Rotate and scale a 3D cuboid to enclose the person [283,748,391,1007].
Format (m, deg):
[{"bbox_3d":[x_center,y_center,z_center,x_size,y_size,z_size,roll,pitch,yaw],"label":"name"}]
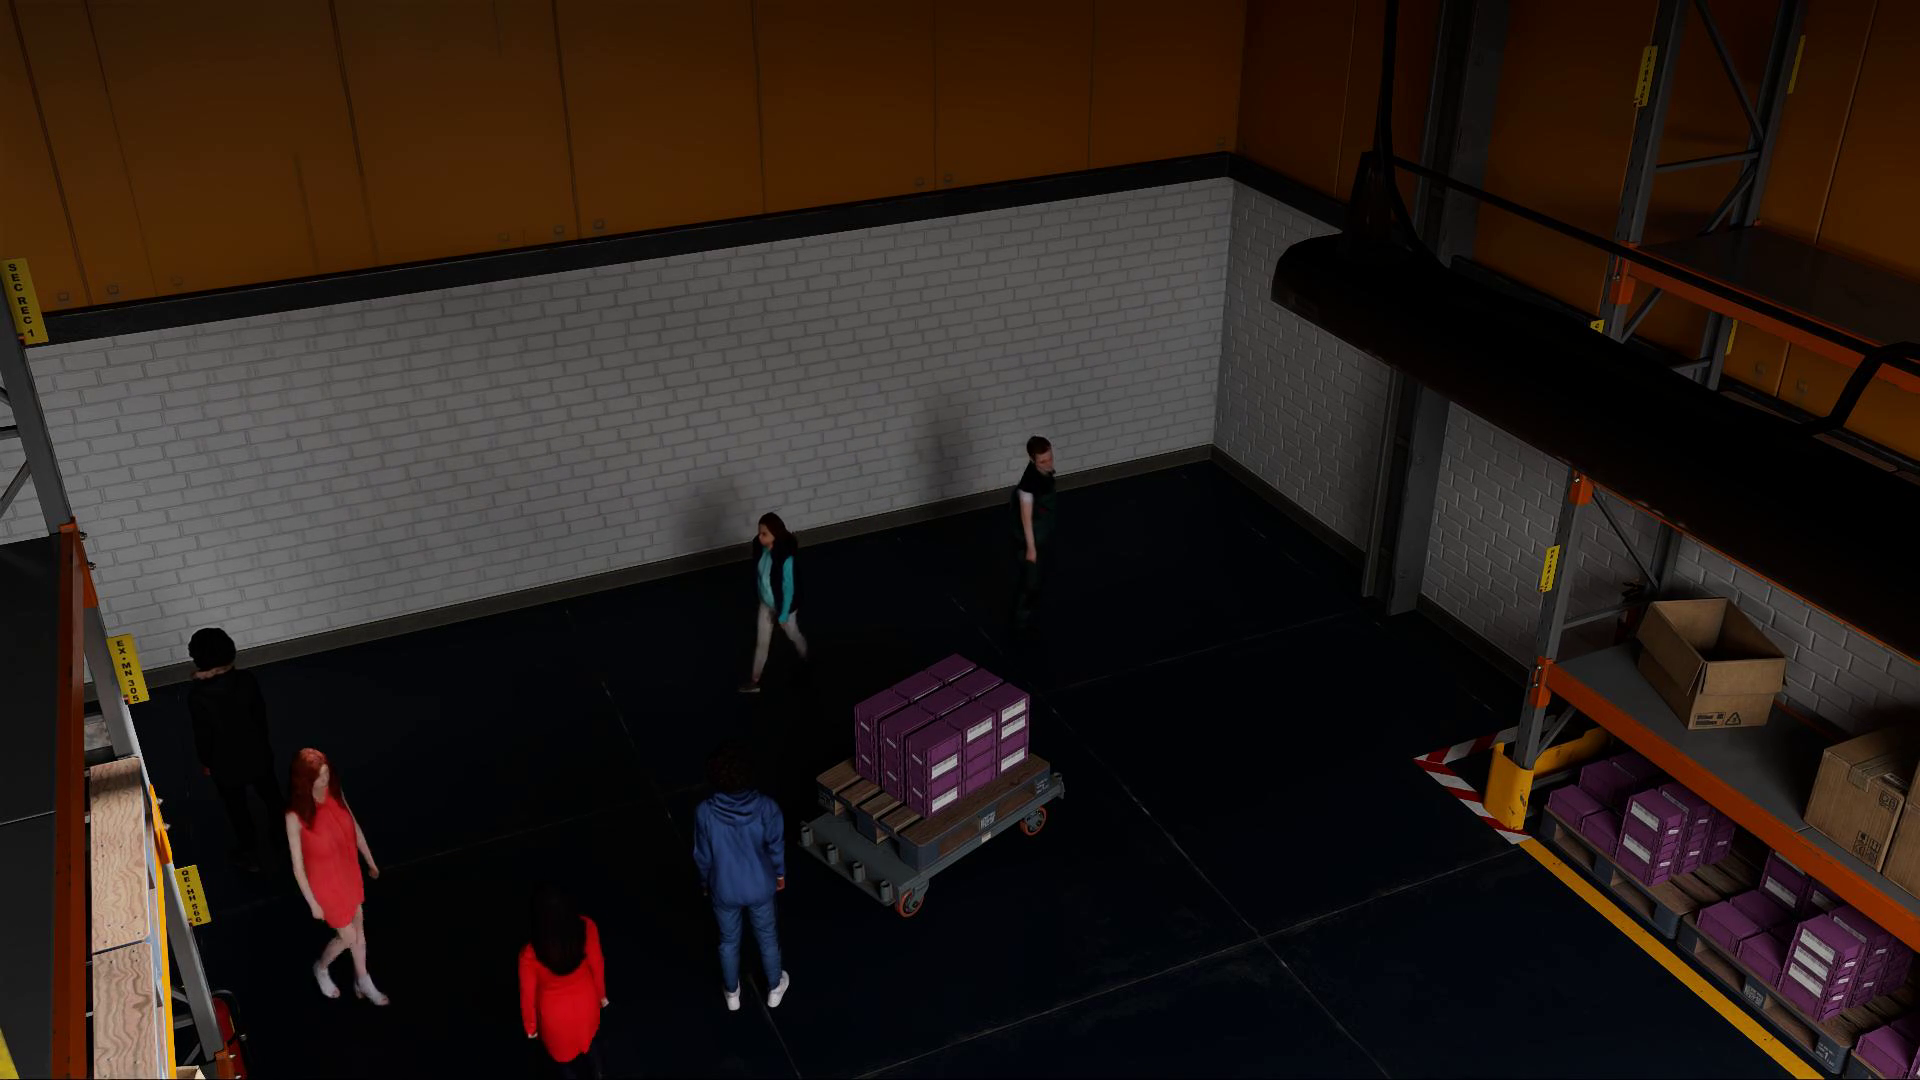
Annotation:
[{"bbox_3d":[-3.639,1.932,9.494,0.860,1.818,0.800,10,30,18],"label":"person"}]

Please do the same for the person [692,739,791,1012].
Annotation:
[{"bbox_3d":[-1.252,1.927,9.513,0.745,1.808,0.688,-2,29,-4],"label":"person"}]

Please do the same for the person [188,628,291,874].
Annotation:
[{"bbox_3d":[-4.607,1.338,10.621,0.721,1.781,0.710,24,37,37],"label":"person"}]

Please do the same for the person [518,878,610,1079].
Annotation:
[{"bbox_3d":[-1.973,2.479,8.572,0.712,1.740,0.779,-21,35,-34],"label":"person"}]

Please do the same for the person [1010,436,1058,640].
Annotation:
[{"bbox_3d":[0.535,-0.036,13.116,0.917,1.804,0.824,0,29,0],"label":"person"}]

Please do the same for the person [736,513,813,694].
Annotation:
[{"bbox_3d":[-1.320,0.451,12.585,0.987,1.458,0.893,22,36,35],"label":"person"}]
